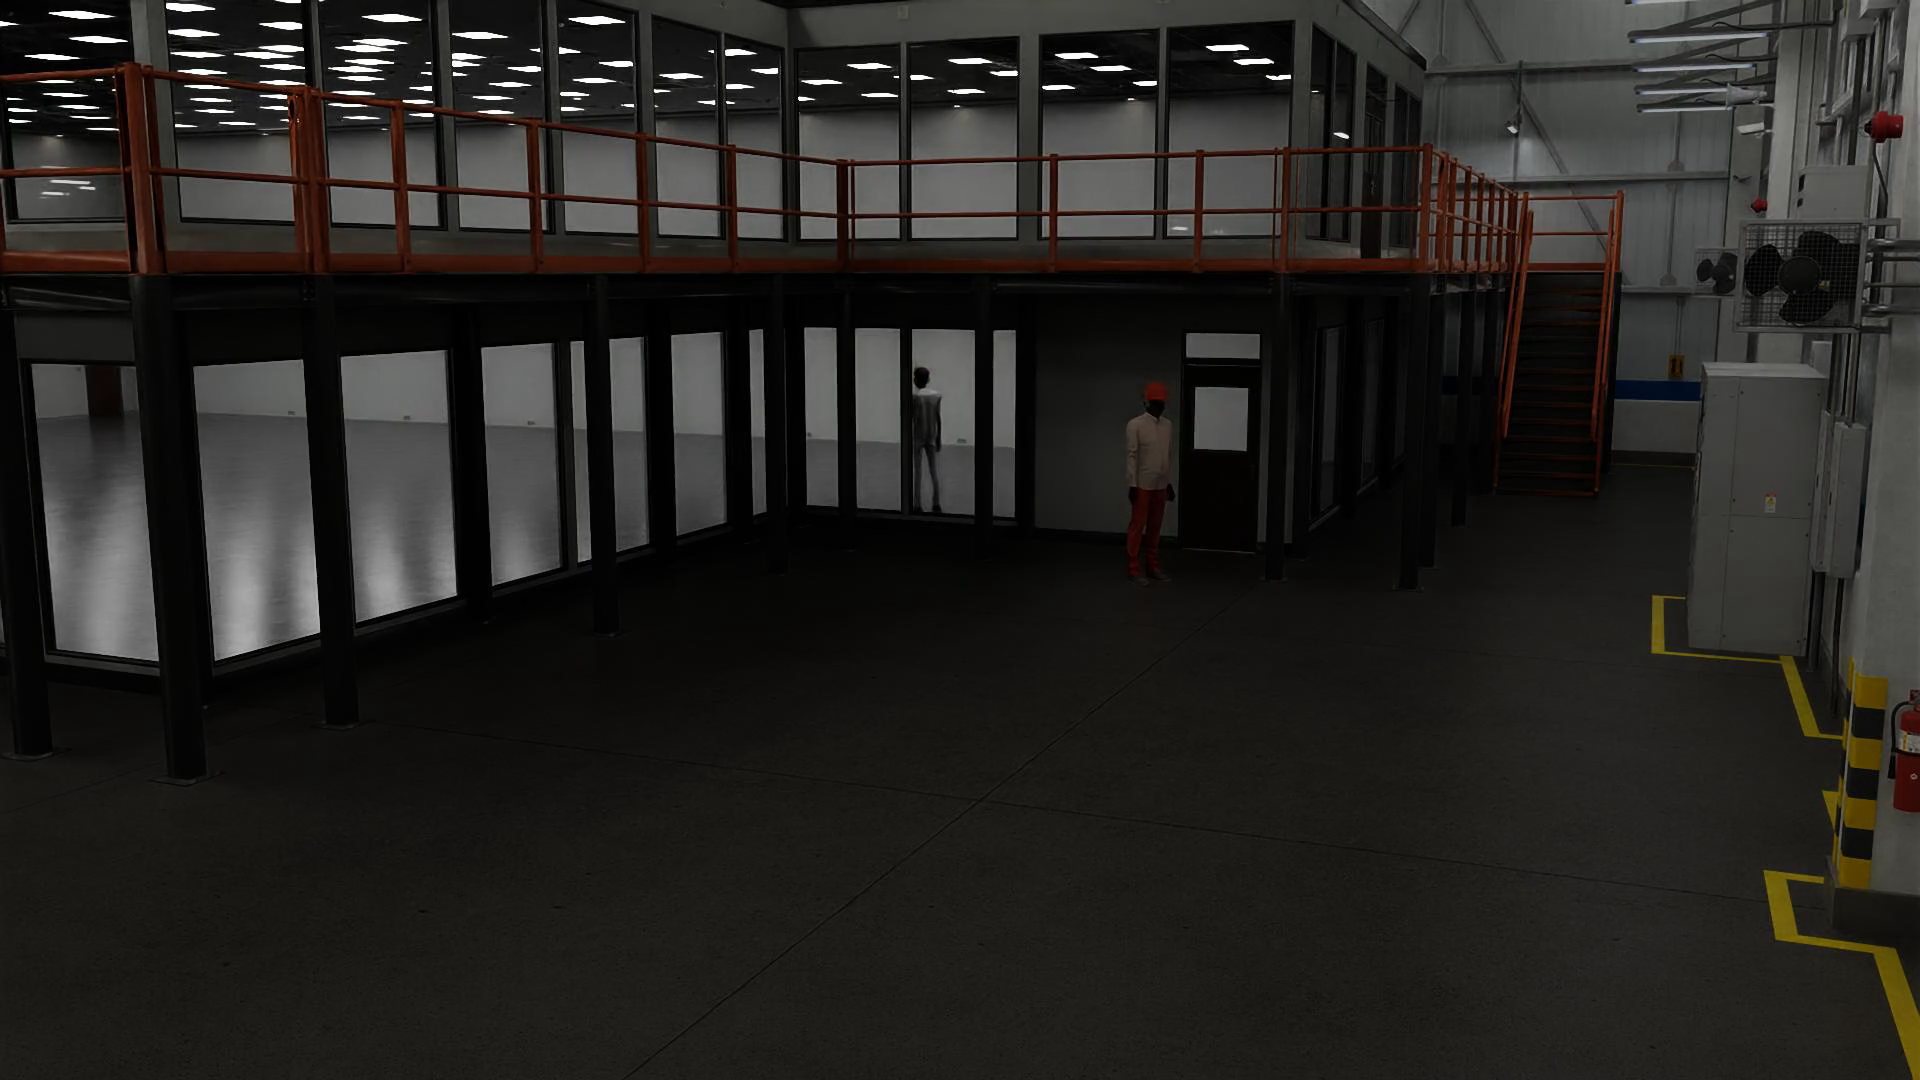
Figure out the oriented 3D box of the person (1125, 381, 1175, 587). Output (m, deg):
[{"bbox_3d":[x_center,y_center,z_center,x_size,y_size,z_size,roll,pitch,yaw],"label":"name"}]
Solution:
[{"bbox_3d":[1.856,-0.549,16.174,0.610,1.996,0.378,-8,12,-40],"label":"person"}]
